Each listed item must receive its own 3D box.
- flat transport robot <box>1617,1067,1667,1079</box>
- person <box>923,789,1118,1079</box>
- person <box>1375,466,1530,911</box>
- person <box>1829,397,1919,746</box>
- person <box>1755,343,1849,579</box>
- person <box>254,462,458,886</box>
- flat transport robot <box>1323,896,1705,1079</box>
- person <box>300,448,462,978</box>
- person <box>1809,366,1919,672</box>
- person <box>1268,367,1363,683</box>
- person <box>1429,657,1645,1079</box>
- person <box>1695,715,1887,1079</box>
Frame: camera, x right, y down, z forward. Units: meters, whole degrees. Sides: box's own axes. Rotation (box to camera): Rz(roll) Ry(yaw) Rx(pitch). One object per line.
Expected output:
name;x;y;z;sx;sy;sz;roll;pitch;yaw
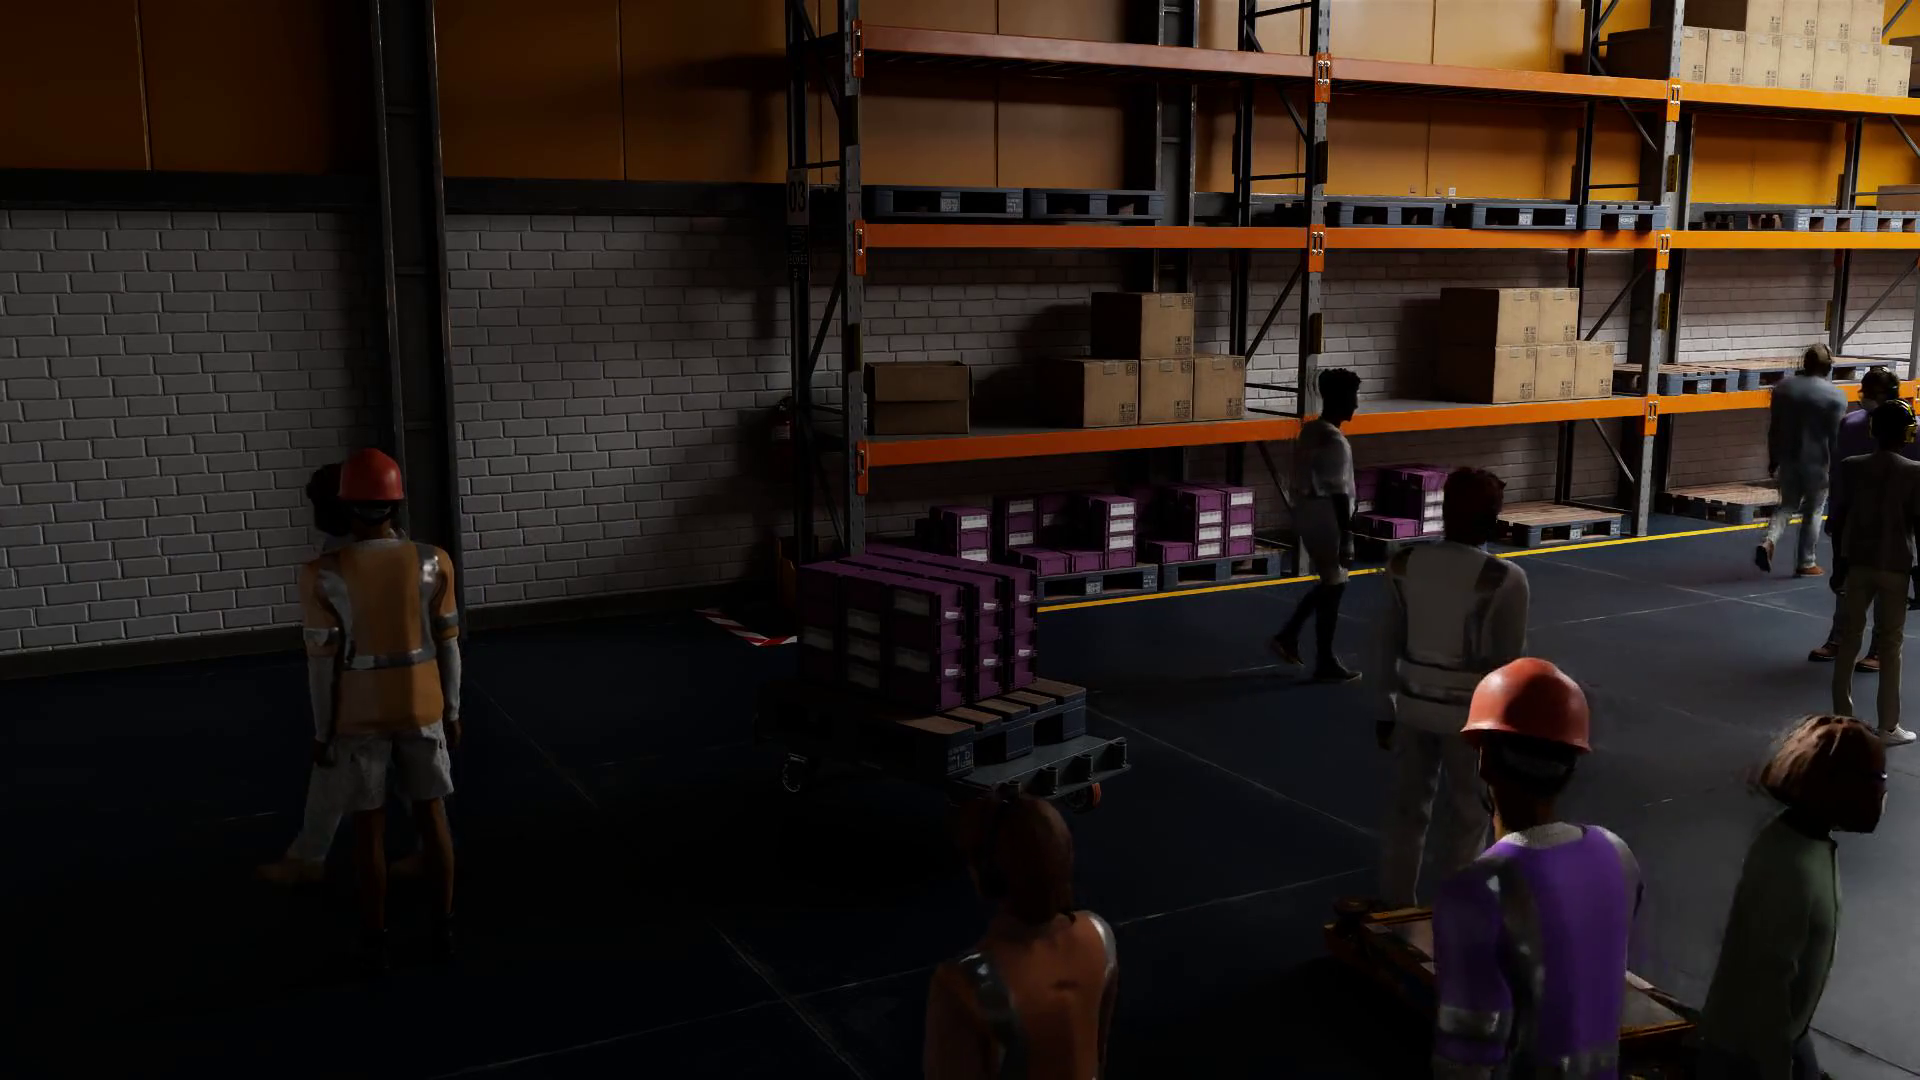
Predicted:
flat transport robot;2.348;1.771;4.336;0.652;0.197;1.431;-2;10;-11
person;0.099;1.278;3.255;0.372;1.624;0.541;9;14;43
person;1.780;0.667;6.126;0.432;1.876;0.614;-9;13;-43
person;4.958;0.169;8.960;0.329;1.872;0.511;-8;12;-38
person;6.774;-0.624;13.385;0.569;1.919;0.642;-6;12;-31
person;-2.522;0.571;6.867;0.847;1.793;0.697;-7;12;-35
flat transport robot;1.895;1.536;5.692;0.652;0.197;1.431;-3;10;-18
person;-2.105;0.631;6.100;0.542;1.939;0.364;-5;11;-29
person;5.770;-0.136;10.537;0.372;1.934;0.627;-5;11;-25
person;2.227;-0.080;10.141;0.449;1.953;0.642;-1;10;-6
person;1.077;1.173;3.250;0.582;1.869;0.972;-6;12;-32
person;1.852;1.174;3.967;0.600;1.600;0.515;8;12;37
